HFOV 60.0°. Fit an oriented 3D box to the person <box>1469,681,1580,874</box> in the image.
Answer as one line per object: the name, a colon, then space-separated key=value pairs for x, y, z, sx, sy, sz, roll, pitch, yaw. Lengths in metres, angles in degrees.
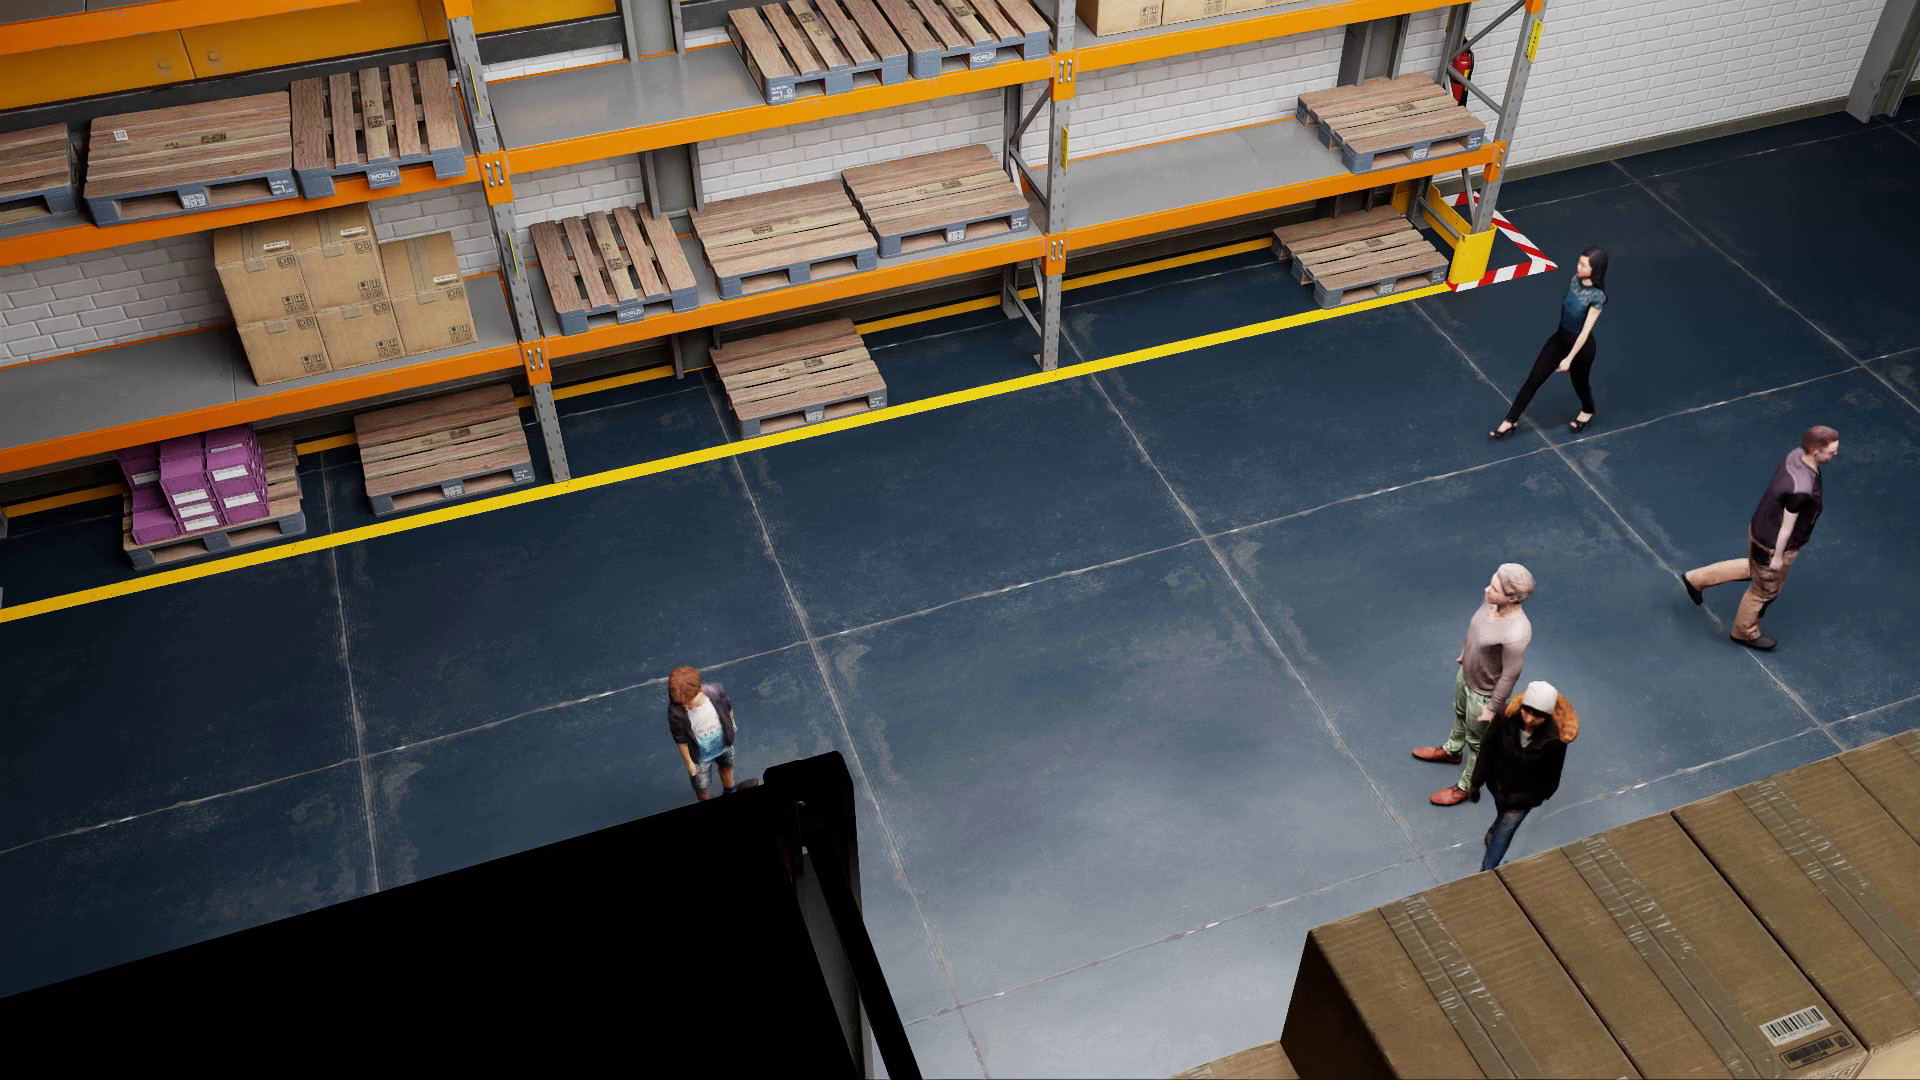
person: x=3.236 y=1.321 z=9.616 sx=0.960 sy=1.588 sz=1.111 roll=26 pitch=49 yaw=25

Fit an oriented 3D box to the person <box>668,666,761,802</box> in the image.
person: x=-1.470 y=1.163 z=9.893 sx=0.803 sy=1.434 sz=0.582 roll=29 pitch=51 yaw=27

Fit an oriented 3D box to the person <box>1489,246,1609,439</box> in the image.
person: x=4.646 y=-1.428 z=12.432 sx=1.089 sy=1.684 sz=0.559 roll=-13 pitch=45 yaw=-14

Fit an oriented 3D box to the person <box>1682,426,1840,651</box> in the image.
person: x=5.244 y=-0.050 z=10.885 sx=1.071 sy=1.823 sz=0.997 roll=16 pitch=46 yaw=16

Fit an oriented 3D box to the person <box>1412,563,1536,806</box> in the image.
person: x=3.123 y=0.842 z=9.912 sx=0.684 sy=1.873 sz=0.742 roll=-3 pitch=44 yaw=-4
